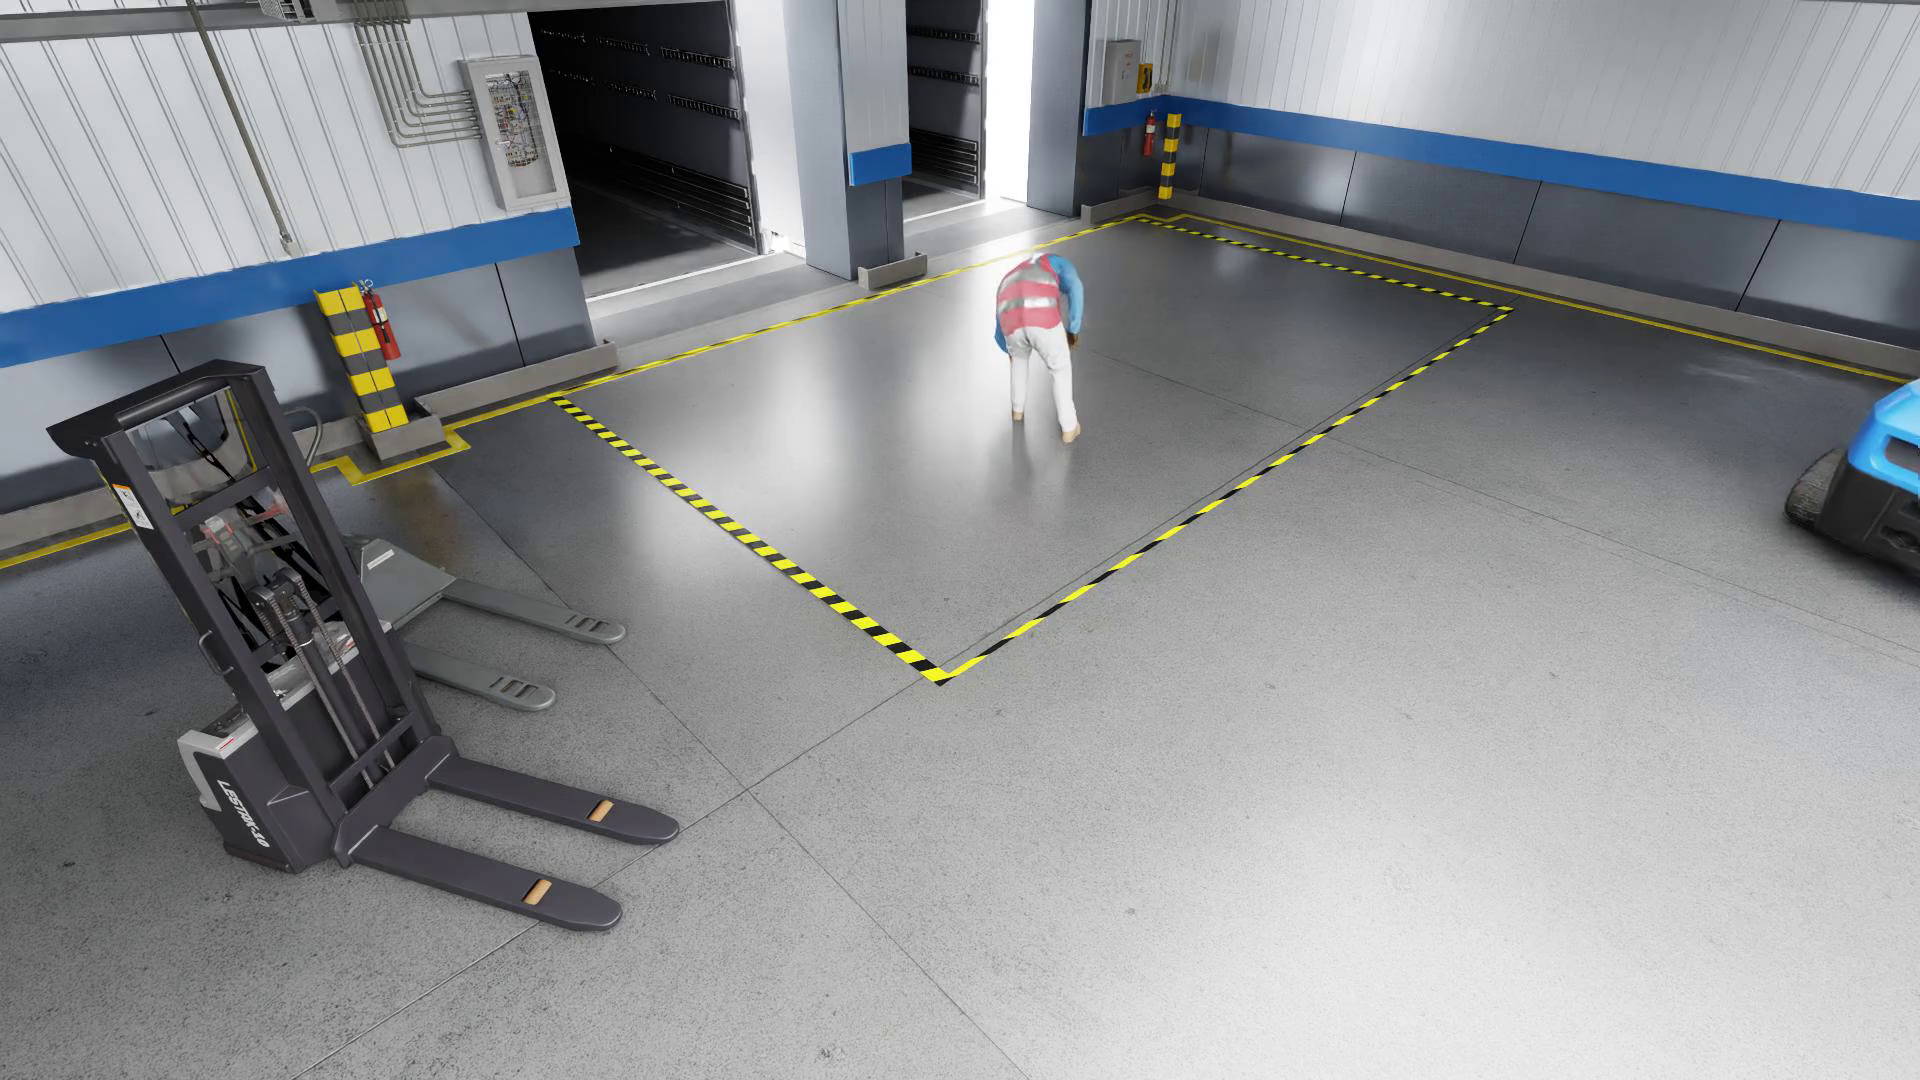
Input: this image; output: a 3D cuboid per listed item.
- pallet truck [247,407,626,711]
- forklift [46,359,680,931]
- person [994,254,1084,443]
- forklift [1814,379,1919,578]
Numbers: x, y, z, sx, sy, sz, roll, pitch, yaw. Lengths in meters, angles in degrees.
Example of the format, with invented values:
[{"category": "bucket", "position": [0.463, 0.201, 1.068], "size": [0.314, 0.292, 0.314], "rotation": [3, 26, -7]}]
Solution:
[{"category": "pallet truck", "position": [-2.628, 0.038, 4.590], "size": [1.601, 1.201, 0.680], "rotation": [12, 36, 18]}, {"category": "forklift", "position": [-2.135, 0.422, 3.354], "size": [1.885, 1.965, 0.823], "rotation": [10, 35, 14]}, {"category": "person", "position": [0.580, -1.486, 6.858], "size": [0.997, 1.258, 0.843], "rotation": [25, 41, 31]}, {"category": "forklift", "position": [6.471, -0.935, 5.033], "size": [2.680, 2.036, 1.157], "rotation": [-12, 36, -18]}]
